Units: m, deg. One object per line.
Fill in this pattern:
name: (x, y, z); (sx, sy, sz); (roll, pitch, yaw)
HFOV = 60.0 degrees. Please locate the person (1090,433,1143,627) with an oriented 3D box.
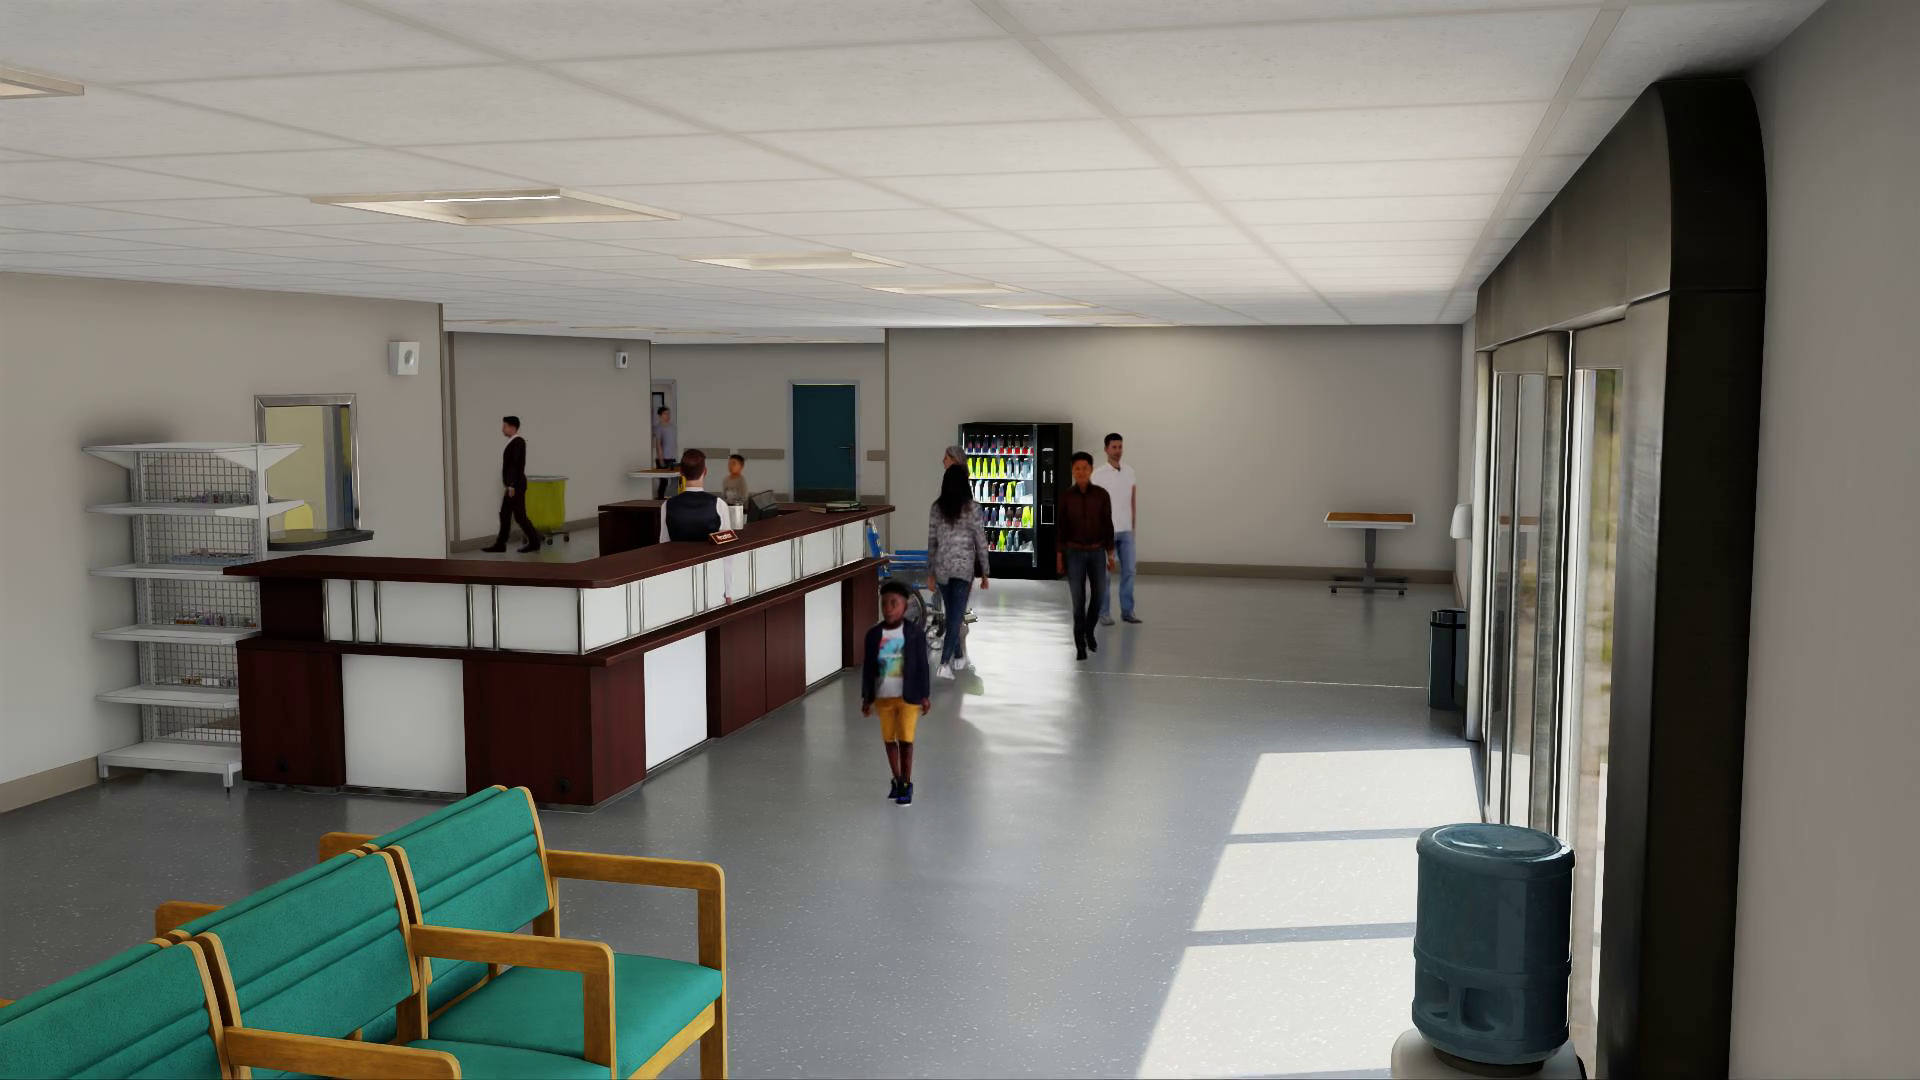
person: (1.480, -0.105, 16.098); (0.736, 1.854, 0.829); (-3, 6, -25)

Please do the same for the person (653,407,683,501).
person: (-5.148, -1.371, 28.759); (0.859, 1.838, 0.811); (4, 7, 32)

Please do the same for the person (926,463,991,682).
person: (-0.068, 0.291, 13.027); (1.139, 1.681, 0.757); (2, 6, 21)

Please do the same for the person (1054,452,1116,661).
person: (1.058, 0.136, 14.125); (0.696, 1.768, 0.802); (0, 6, 1)

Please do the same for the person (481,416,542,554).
person: (-5.900, -0.722, 22.322); (1.156, 1.836, 1.015); (-2, 6, -16)

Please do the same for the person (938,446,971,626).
person: (-0.042, -0.046, 16.096); (0.679, 1.736, 0.678); (-1, 6, -10)

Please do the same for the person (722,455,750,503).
person: (-2.638, -0.290, 19.933); (0.716, 1.454, 0.703); (3, 6, 25)

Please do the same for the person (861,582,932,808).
person: (-0.346, 0.858, 9.492); (0.551, 1.259, 0.609); (1, 6, 11)

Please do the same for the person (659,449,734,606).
person: (-1.772, 0.348, 11.181); (0.552, 1.935, 0.742); (1, 6, 6)
